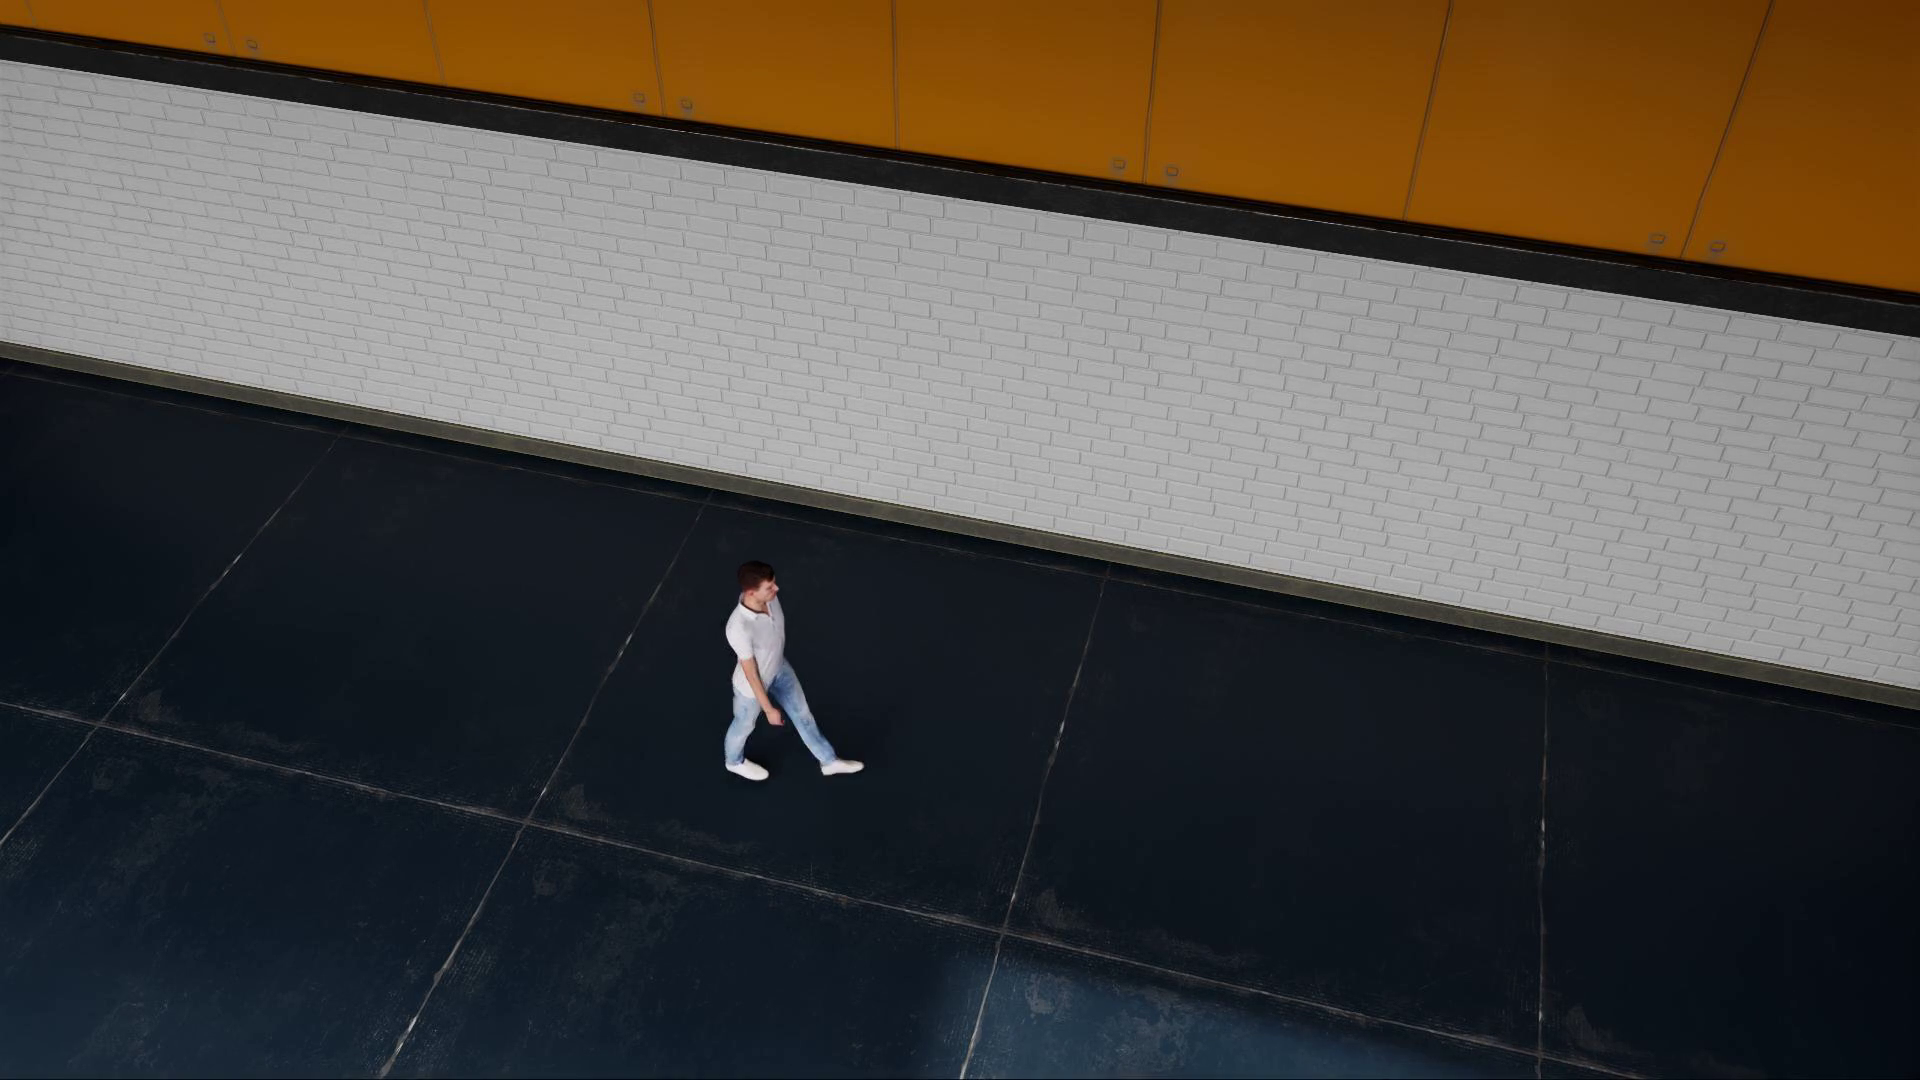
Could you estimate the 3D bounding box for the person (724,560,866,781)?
[{"bbox_3d":[-1.264,0.804,9.795,0.787,1.814,1.056,15,46,15],"label":"person"}]
